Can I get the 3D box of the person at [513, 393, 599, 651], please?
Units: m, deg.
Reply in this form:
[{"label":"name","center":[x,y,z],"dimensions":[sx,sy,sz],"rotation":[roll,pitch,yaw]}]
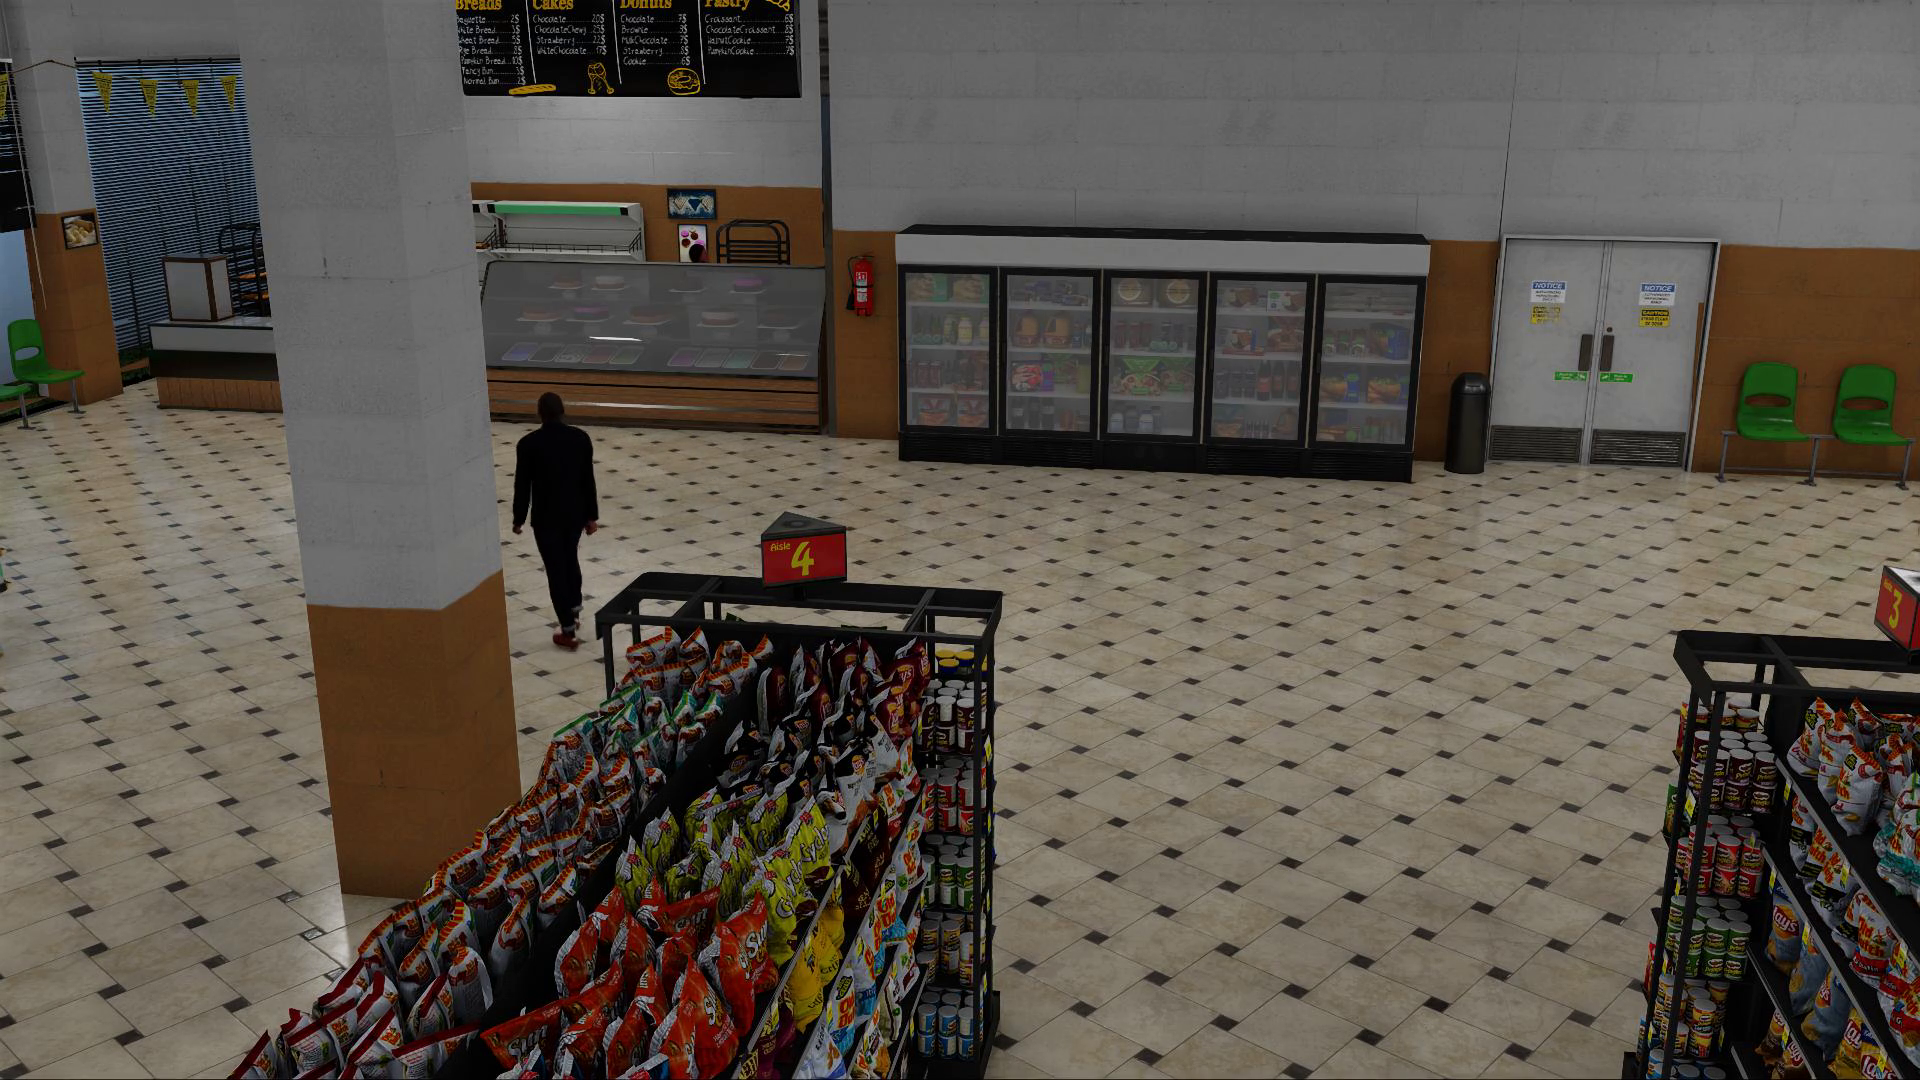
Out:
[{"label":"person","center":[-2.771,-0.108,11.622],"dimensions":[0.947,1.797,1.004],"rotation":[-14,22,-39]}]
